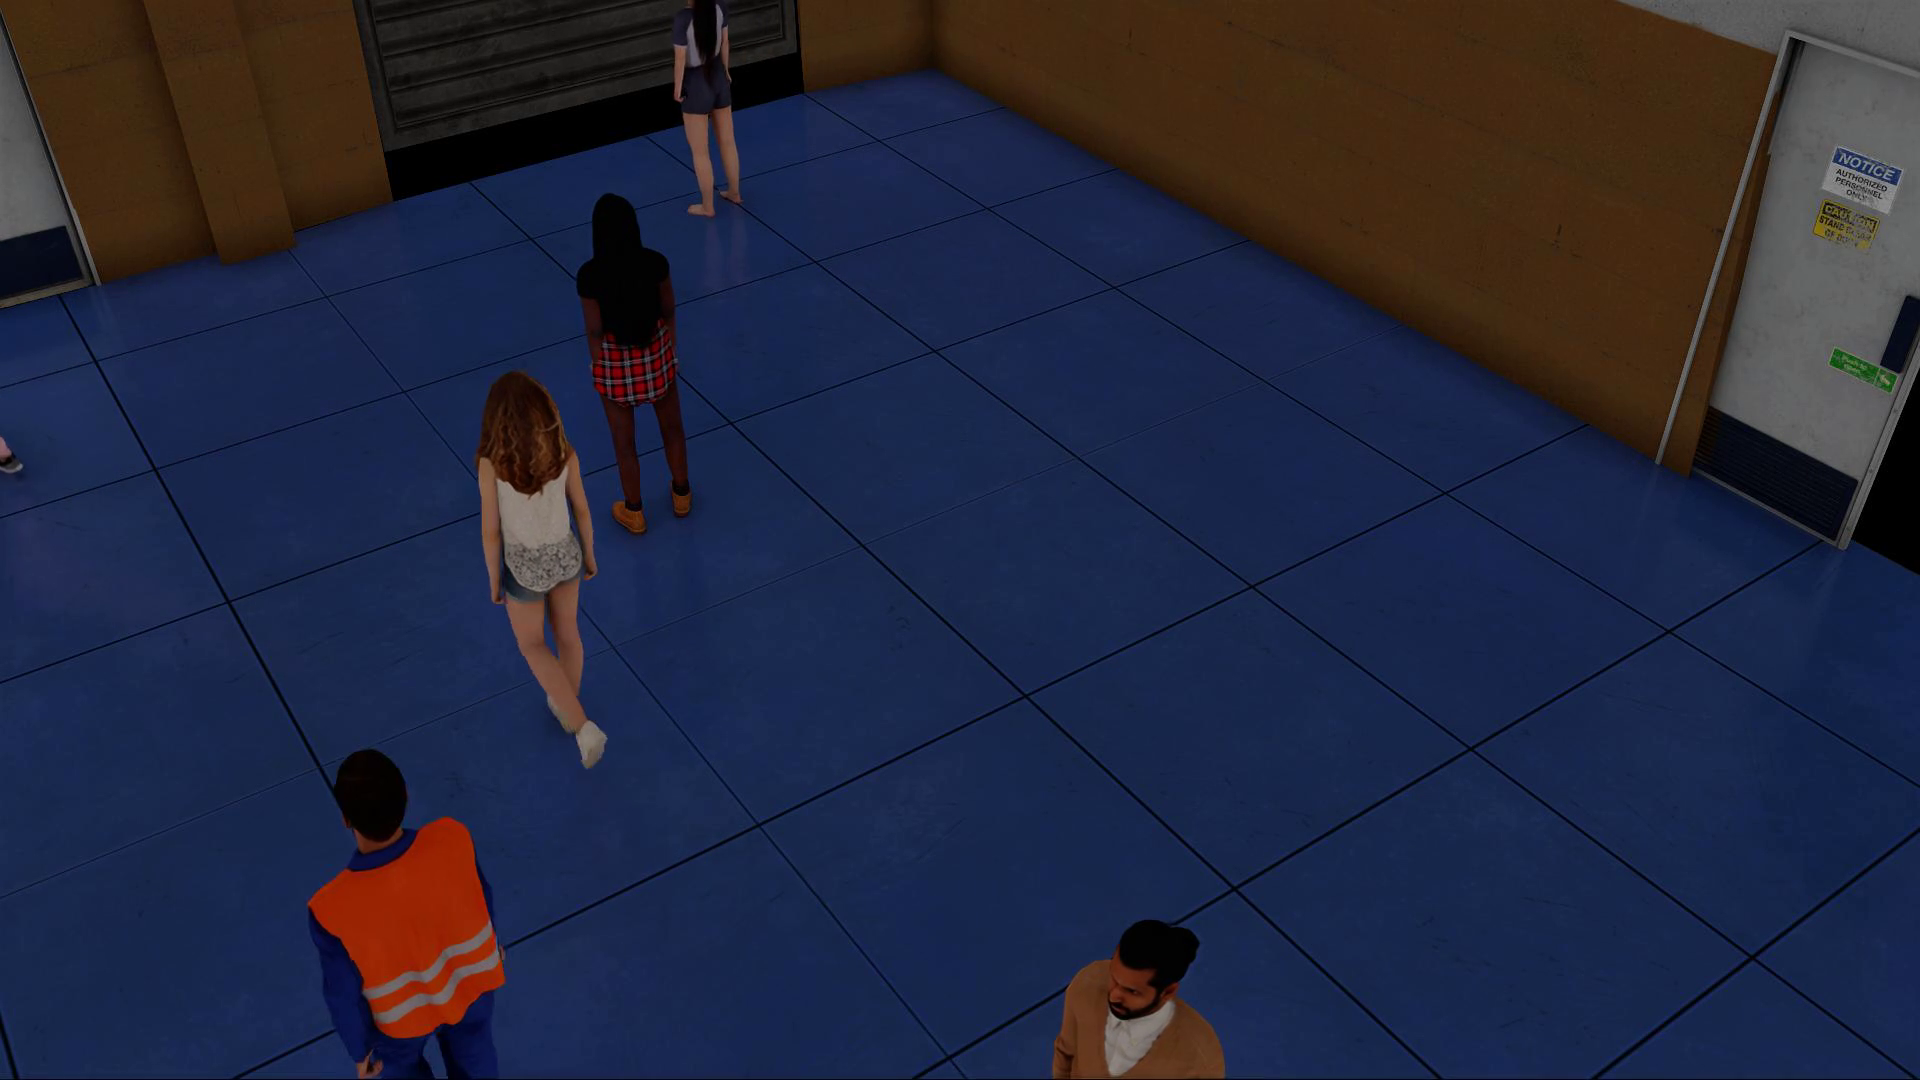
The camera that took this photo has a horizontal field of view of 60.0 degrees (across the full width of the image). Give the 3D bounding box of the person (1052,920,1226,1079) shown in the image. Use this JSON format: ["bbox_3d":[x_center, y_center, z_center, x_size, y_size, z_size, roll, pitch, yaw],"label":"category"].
[{"bbox_3d":[0.455,1.641,4.500,0.715,1.755,0.670,27,45,32],"label":"person"}]

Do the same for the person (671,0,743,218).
[{"bbox_3d":[-1.610,-2.885,10.622,0.525,1.644,0.708,-29,46,-33],"label":"person"}]

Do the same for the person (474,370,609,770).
[{"bbox_3d":[-1.589,0.172,6.461,0.841,1.749,0.664,-21,41,-25],"label":"person"}]

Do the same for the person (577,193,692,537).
[{"bbox_3d":[-1.522,-0.816,7.795,0.540,1.728,0.670,-20,41,-24],"label":"person"}]

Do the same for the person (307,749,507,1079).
[{"bbox_3d":[-1.493,1.361,4.791,0.742,1.853,0.767,-26,44,-30],"label":"person"}]
